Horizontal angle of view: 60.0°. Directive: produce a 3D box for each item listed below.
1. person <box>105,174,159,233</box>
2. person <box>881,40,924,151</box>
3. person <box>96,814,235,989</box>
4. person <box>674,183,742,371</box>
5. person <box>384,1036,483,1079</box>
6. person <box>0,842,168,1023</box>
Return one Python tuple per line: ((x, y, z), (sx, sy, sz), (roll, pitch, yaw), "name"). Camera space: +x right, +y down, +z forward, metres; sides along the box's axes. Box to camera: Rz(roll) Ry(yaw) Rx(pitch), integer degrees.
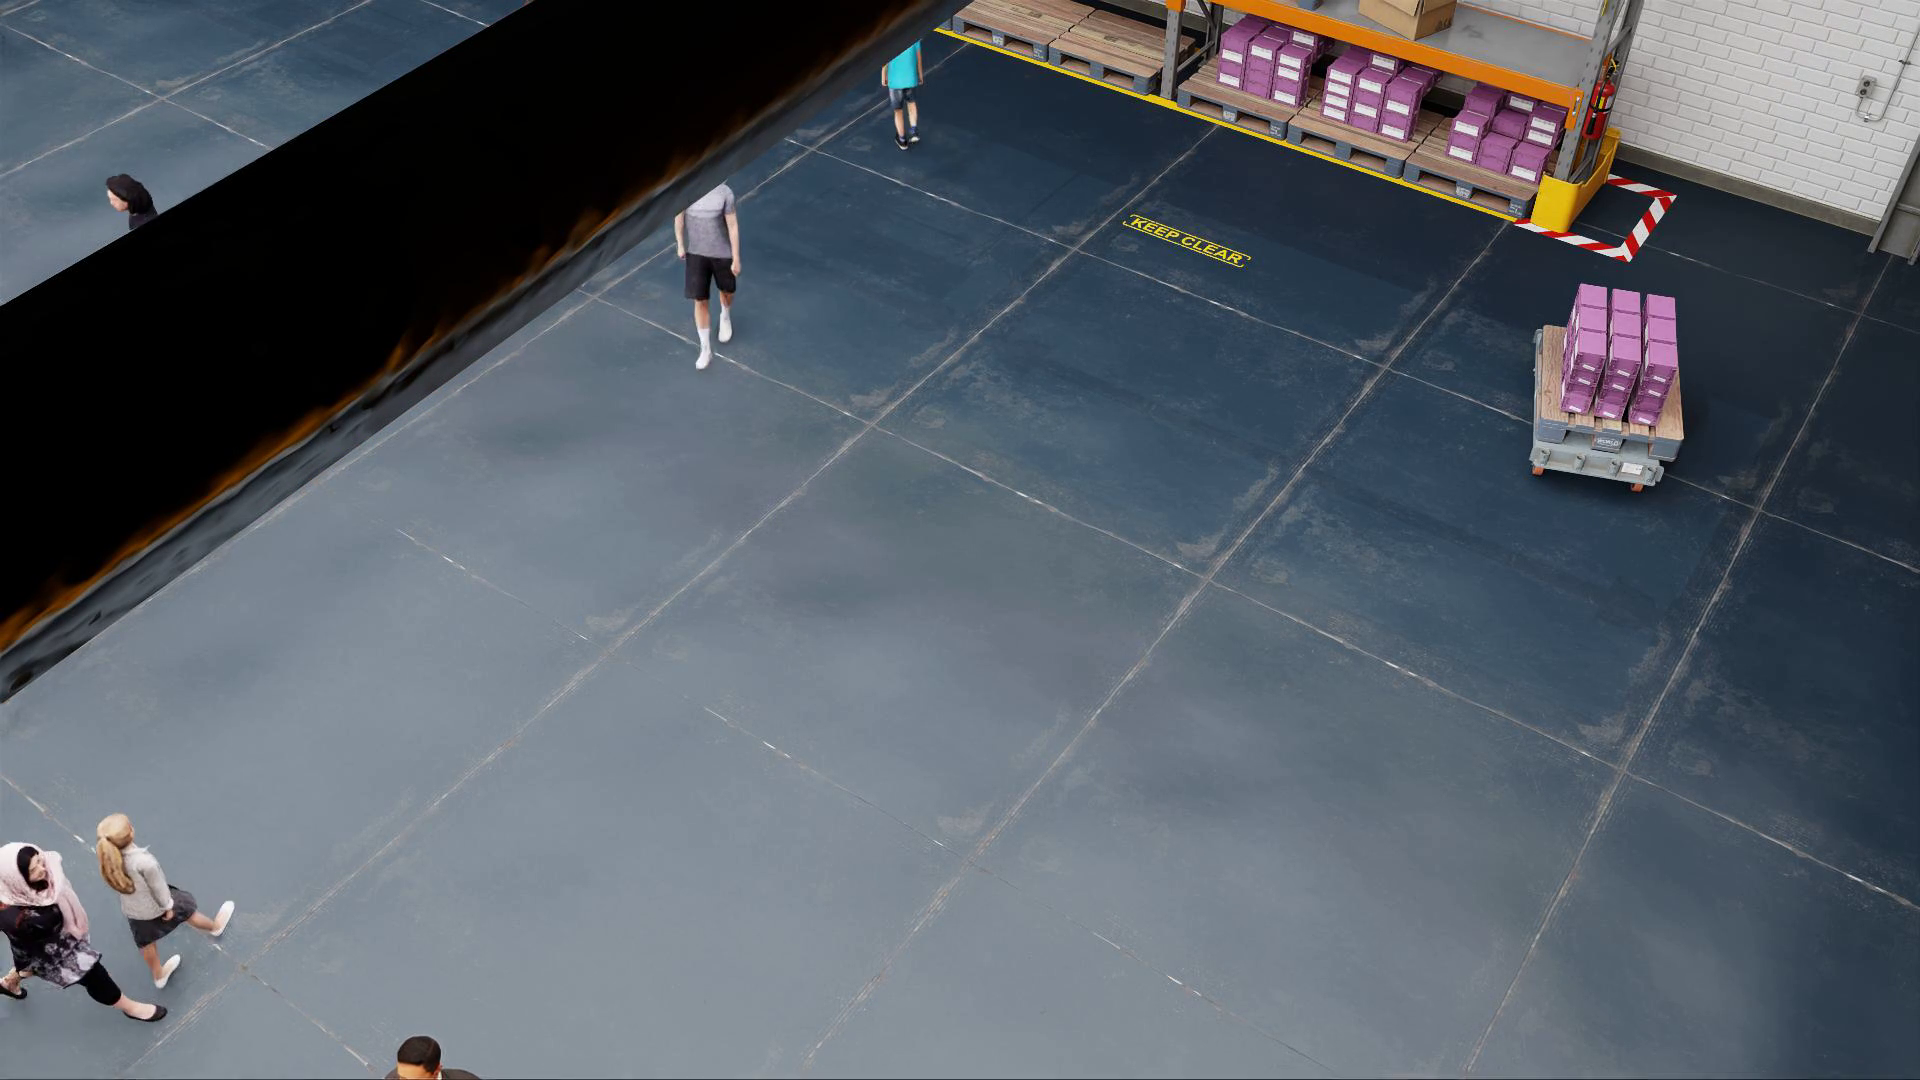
((-6.146, -2.141, 13.055), (0.819, 1.816, 0.708), (-26, 49, -25), "person")
((-0.514, -4.321, 15.612), (0.650, 1.445, 0.697), (-15, 46, -15), "person")
((-4.484, 2.013, 9.104), (0.803, 1.252, 0.742), (8, 44, 9), "person")
((-1.974, -2.366, 13.270), (1.117, 1.845, 1.101), (1, 44, 1), "person")
((-2.369, 2.856, 7.818), (0.672, 1.805, 0.818), (4, 44, 4), "person")
((-4.879, 2.109, 8.761), (1.221, 1.586, 1.074), (-2, 44, -2), "person")
